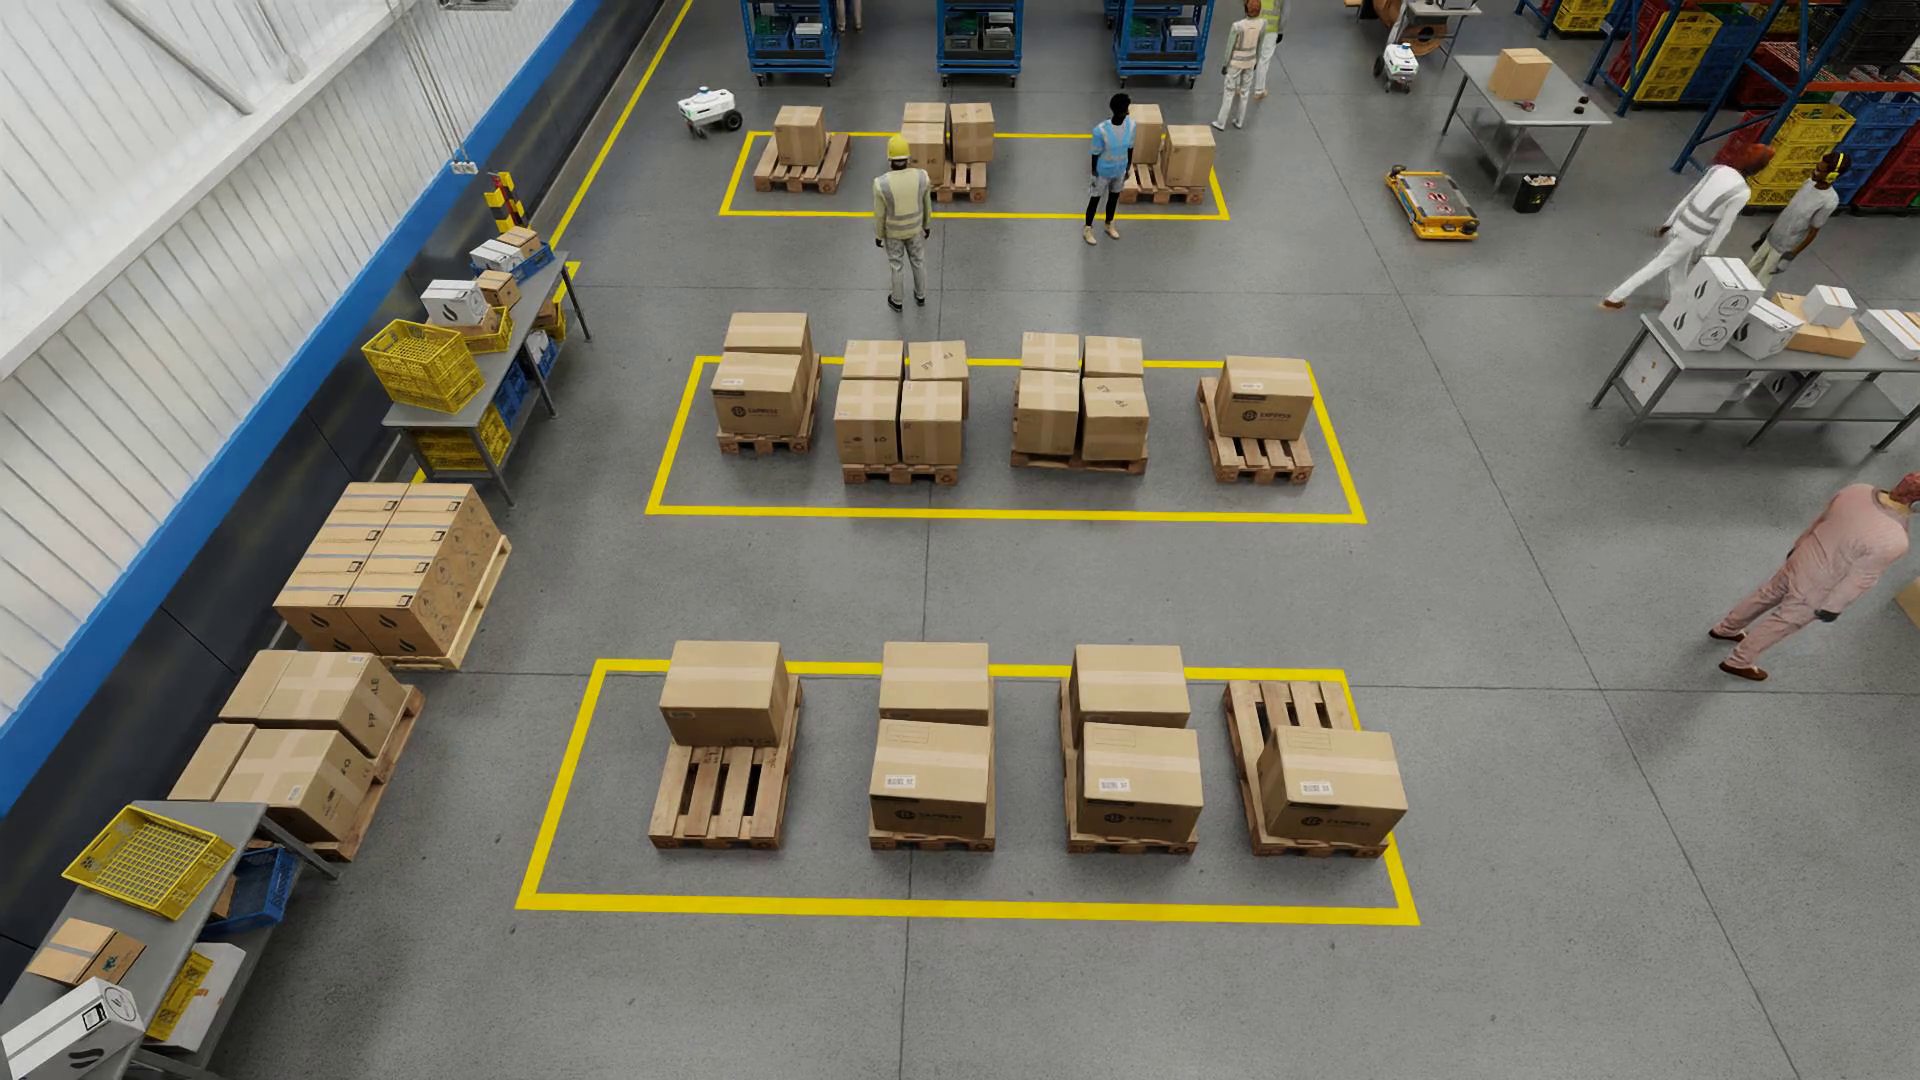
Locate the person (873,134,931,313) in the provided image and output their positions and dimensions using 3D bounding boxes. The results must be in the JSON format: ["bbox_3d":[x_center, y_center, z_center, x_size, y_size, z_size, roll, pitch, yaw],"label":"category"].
[{"bbox_3d":[-0.581,-3.156,9.221,0.600,1.830,0.404,-18,51,-15],"label":"person"}]

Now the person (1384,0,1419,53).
[{"bbox_3d":[6.590,-7.916,13.281,0.366,1.931,0.629,21,52,17],"label":"person"}]

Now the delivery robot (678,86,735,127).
[{"bbox_3d":[-3.396,-5.830,12.315,0.707,0.478,0.477,-28,55,-22],"label":"delivery robot"}]

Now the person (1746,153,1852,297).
[{"bbox_3d":[7.974,-2.866,8.951,0.332,1.865,0.520,4,49,4],"label":"person"}]

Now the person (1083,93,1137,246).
[{"bbox_3d":[1.656,-4.085,10.120,0.534,1.691,0.322,-18,51,-15],"label":"person"}]

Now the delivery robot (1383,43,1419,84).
[{"bbox_3d":[6.376,-6.918,13.257,0.477,0.478,0.707,4,49,3],"label":"delivery robot"}]

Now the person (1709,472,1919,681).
[{"bbox_3d":[5.883,0.236,6.247,0.400,1.900,0.648,11,50,10],"label":"person"}]

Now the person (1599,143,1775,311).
[{"bbox_3d":[7.330,-3.060,9.151,1.061,1.817,0.588,2,49,2],"label":"person"}]

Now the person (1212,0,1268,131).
[{"bbox_3d":[3.681,-6.226,12.011,0.520,1.632,0.315,-11,50,-10],"label":"person"}]

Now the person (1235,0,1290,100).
[{"bbox_3d":[4.176,-7.050,12.585,0.621,1.845,0.429,30,55,23],"label":"person"}]

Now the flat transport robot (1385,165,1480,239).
[{"bbox_3d":[5.692,-4.094,11.059,0.652,0.197,1.431,1,49,1],"label":"flat transport robot"}]

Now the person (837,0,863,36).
[{"bbox_3d":[-1.765,-8.844,14.048,0.624,1.984,0.412,-18,52,-15],"label":"person"}]
